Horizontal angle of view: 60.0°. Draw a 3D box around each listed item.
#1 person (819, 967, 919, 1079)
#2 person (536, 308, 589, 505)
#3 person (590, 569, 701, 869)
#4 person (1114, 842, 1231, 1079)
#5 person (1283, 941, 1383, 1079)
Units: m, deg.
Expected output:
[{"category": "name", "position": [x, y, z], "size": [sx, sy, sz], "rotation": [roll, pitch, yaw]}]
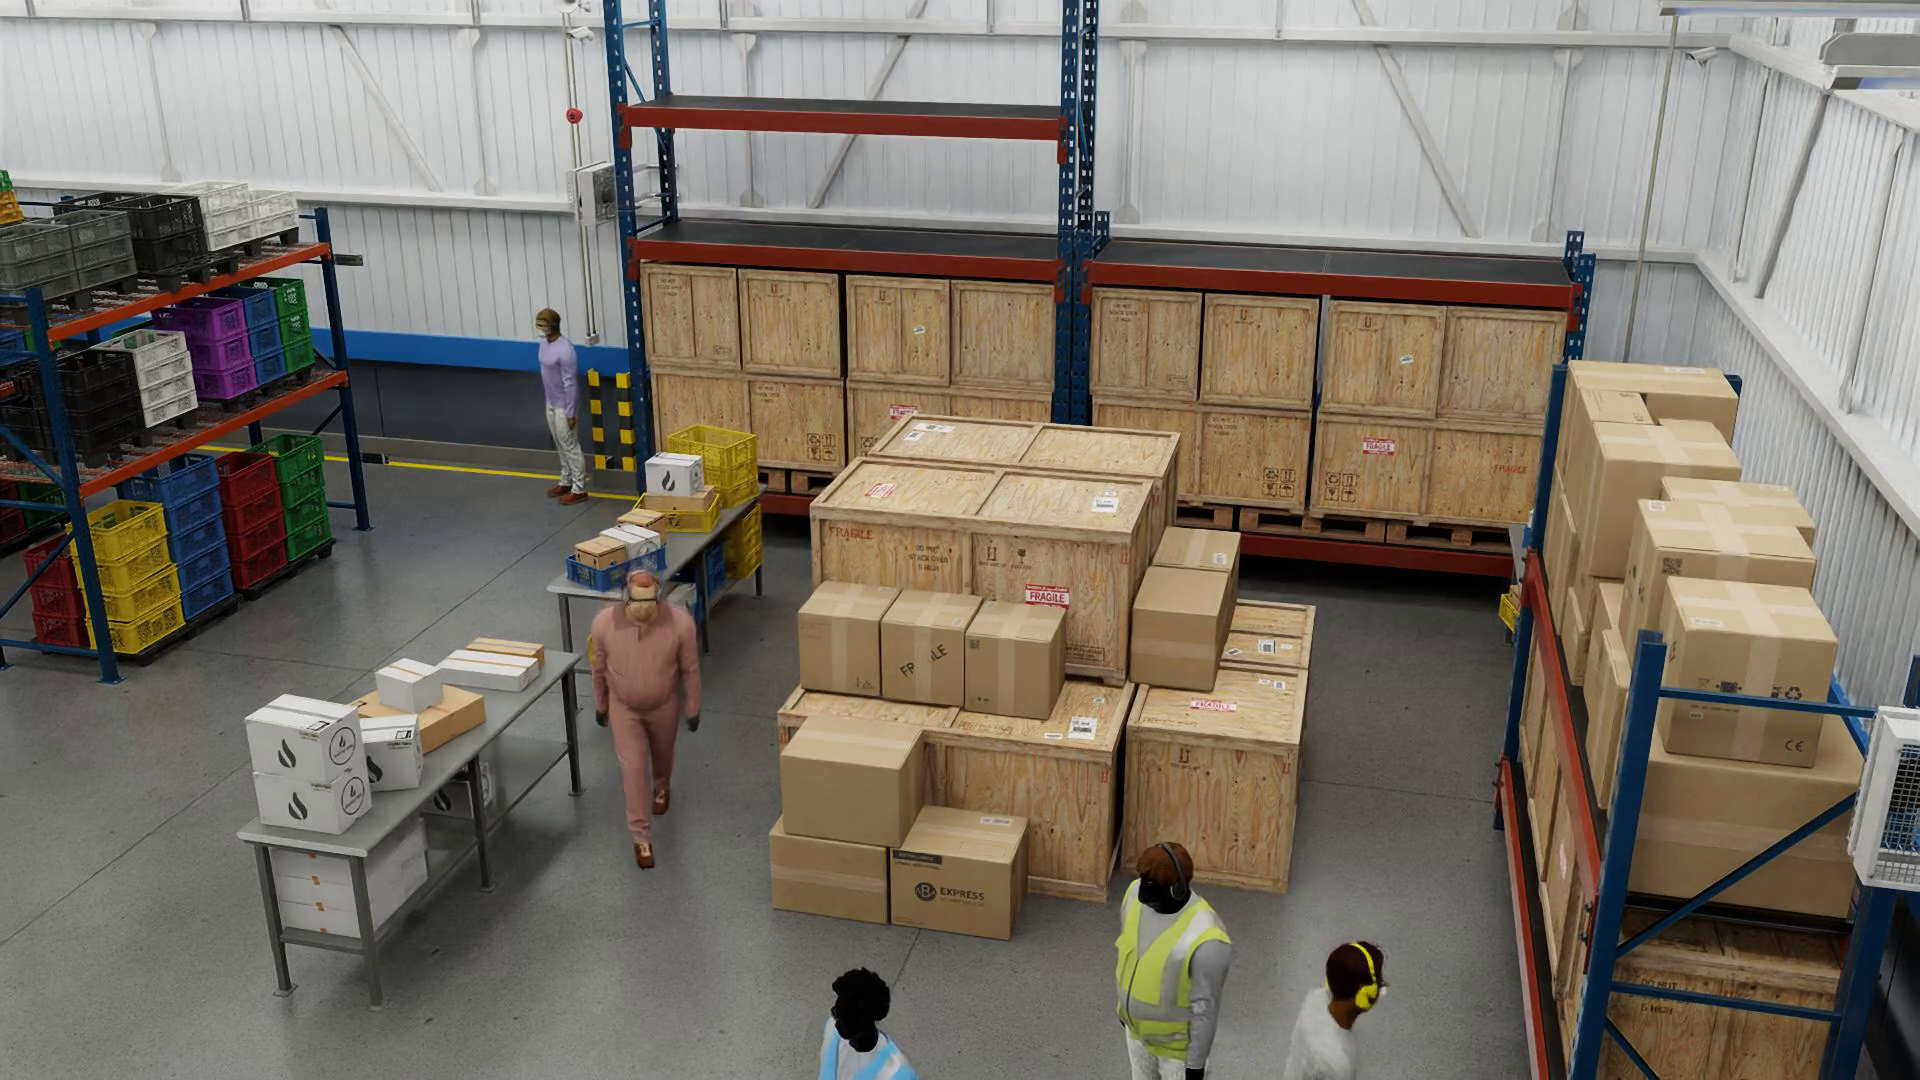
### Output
[{"category": "person", "position": [-0.378, 2.441, 6.636], "size": [0.320, 1.698, 0.531], "rotation": [-18, 27, -39]}, {"category": "person", "position": [-3.858, -1.302, 16.113], "size": [0.371, 1.931, 0.638], "rotation": [-13, 24, -31]}, {"category": "person", "position": [-1.927, 0.981, 10.263], "size": [0.659, 1.852, 0.933], "rotation": [-4, 21, -10]}, {"category": "person", "position": [0.887, 2.128, 7.277], "size": [0.432, 1.836, 0.618], "rotation": [-13, 24, -30]}, {"category": "person", "position": [1.443, 2.399, 6.547], "size": [0.442, 1.844, 0.603], "rotation": [2, 21, 4]}]
